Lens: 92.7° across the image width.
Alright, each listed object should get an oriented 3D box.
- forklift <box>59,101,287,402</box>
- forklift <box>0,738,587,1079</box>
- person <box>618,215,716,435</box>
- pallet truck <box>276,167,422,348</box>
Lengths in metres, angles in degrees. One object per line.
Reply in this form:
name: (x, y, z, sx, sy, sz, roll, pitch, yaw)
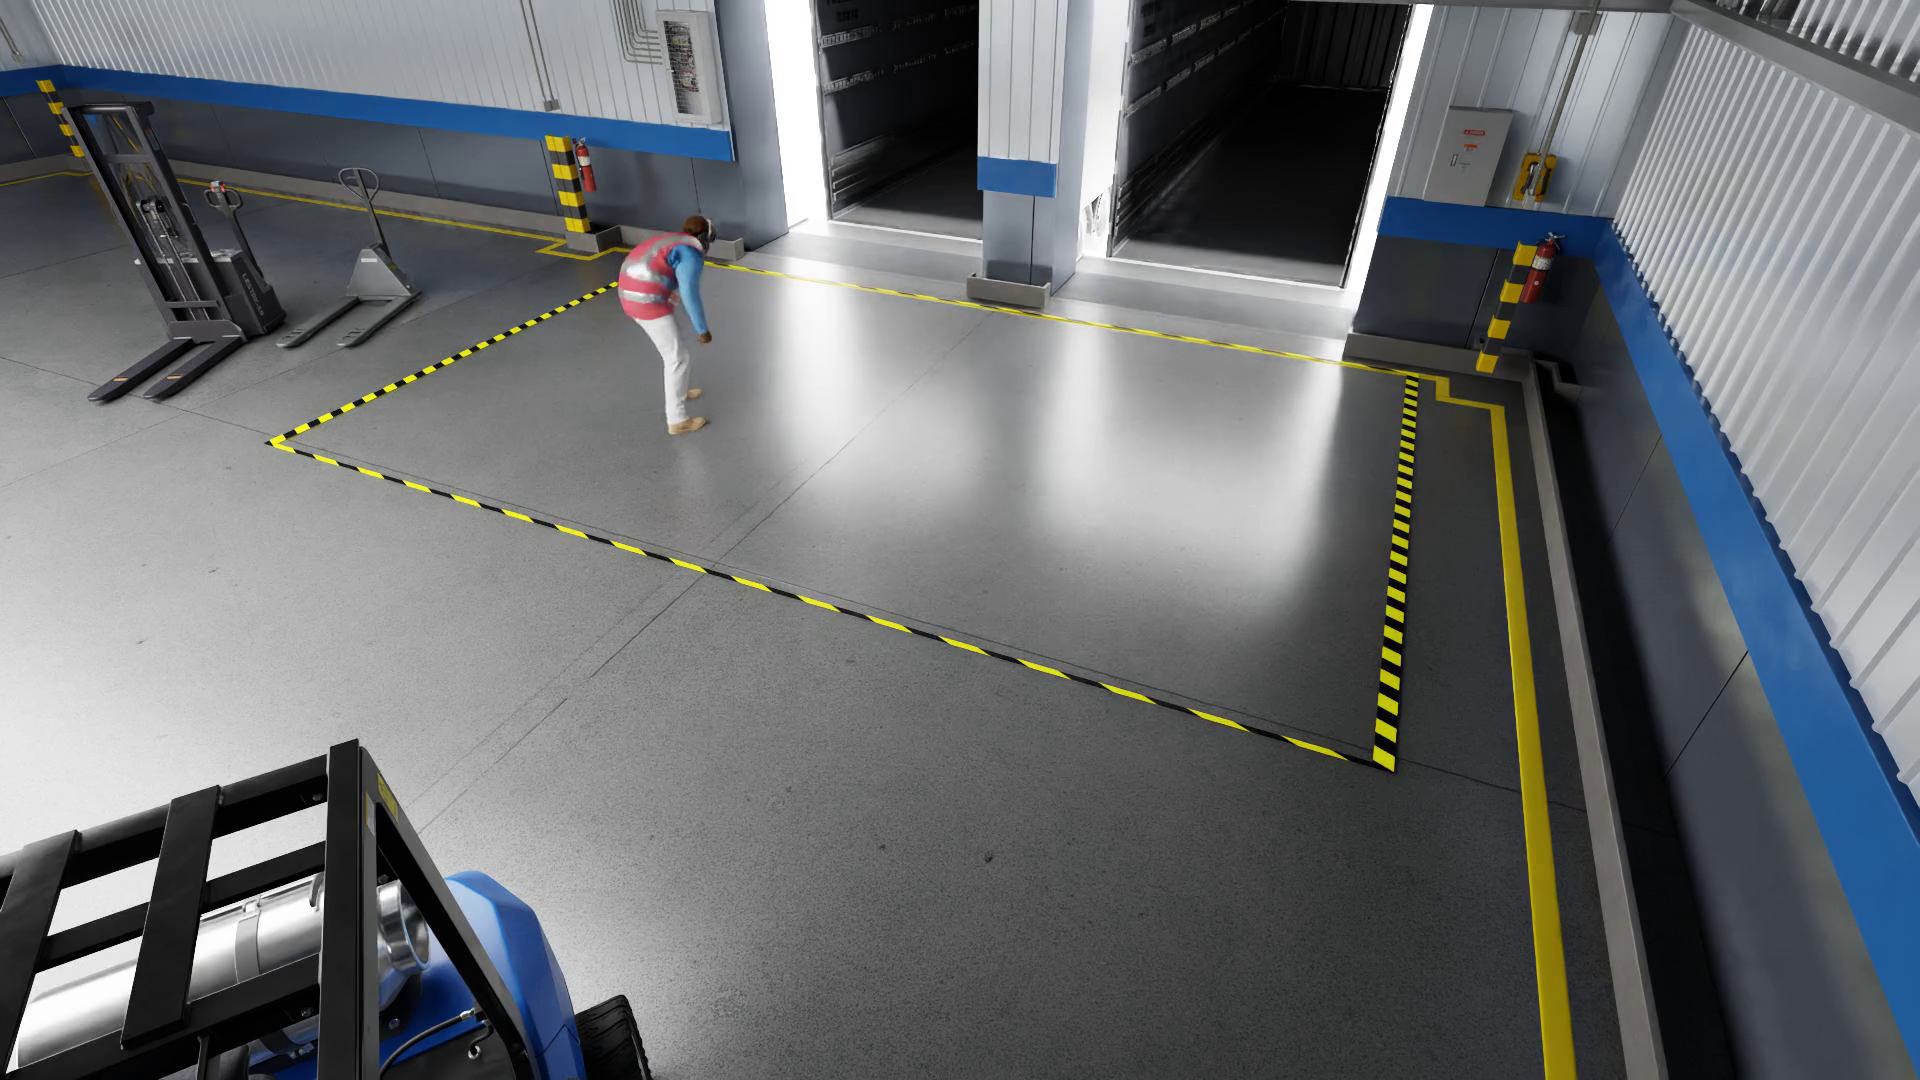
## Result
forklift: (-6.686, -2.387, 7.434, 0.823, 1.965, 1.885, -3, 35, -5)
forklift: (-1.175, 1.560, 1.478, 1.157, 2.036, 2.680, -17, 38, -23)
person: (-2.095, -1.644, 6.917, 0.837, 1.402, 0.892, -20, 40, -27)
pallet truck: (-5.732, -2.611, 8.414, 0.680, 1.201, 1.601, -1, 35, -1)
